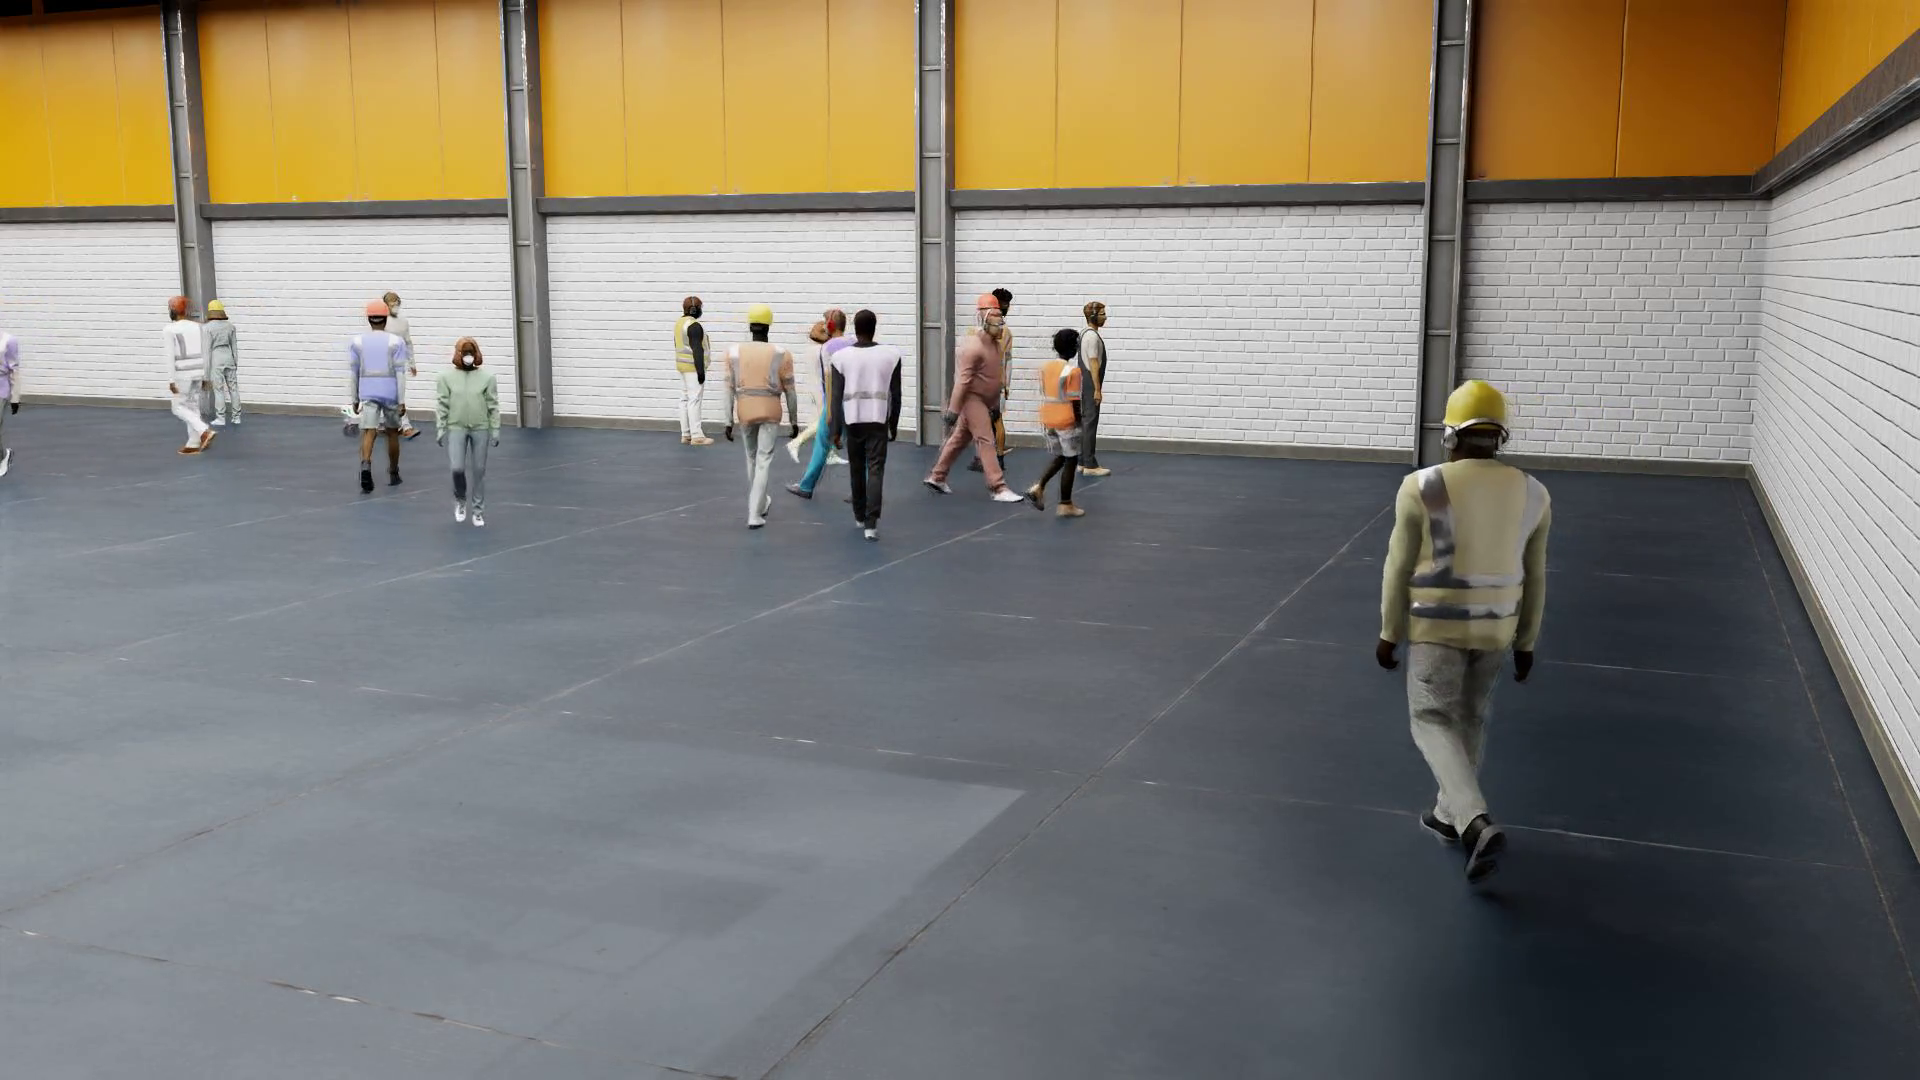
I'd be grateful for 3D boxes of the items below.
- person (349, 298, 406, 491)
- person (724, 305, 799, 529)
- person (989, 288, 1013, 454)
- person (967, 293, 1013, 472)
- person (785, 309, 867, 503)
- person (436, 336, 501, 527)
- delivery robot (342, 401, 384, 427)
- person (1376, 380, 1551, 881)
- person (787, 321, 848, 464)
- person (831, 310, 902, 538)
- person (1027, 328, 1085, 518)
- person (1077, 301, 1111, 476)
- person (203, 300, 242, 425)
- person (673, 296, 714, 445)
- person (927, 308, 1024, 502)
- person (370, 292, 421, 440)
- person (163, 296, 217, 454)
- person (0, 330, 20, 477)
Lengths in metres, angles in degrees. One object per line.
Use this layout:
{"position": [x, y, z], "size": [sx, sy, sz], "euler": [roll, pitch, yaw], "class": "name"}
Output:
{"position": [-5.788, -1.443, 16.519], "size": [0.556, 1.909, 0.898], "euler": [-1, 9, -6], "class": "person"}
{"position": [-1.693, -1.075, 14.338], "size": [0.608, 1.872, 0.982], "euler": [1, 9, 6], "class": "person"}
{"position": [0.441, -1.994, 19.673], "size": [0.380, 1.959, 0.601], "euler": [3, 10, 17], "class": "person"}
{"position": [0.299, -1.700, 18.000], "size": [0.540, 1.931, 0.377], "euler": [-5, 10, -26], "class": "person"}
{"position": [-1.214, -1.252, 15.620], "size": [0.918, 1.798, 0.591], "euler": [6, 11, 32], "class": "person"}
{"position": [-4.170, -0.916, 14.139], "size": [0.529, 1.618, 0.344], "euler": [-4, 10, -21], "class": "person"}
{"position": [-7.672, -1.675, 21.697], "size": [0.707, 0.478, 0.477], "euler": [-6, 11, -33], "class": "delivery robot"}
{"position": [1.863, 0.324, 6.087], "size": [0.589, 1.813, 0.789], "euler": [-2, 10, -10], "class": "person"}
{"position": [-1.580, -1.622, 18.434], "size": [0.655, 1.613, 0.511], "euler": [-3, 10, -16], "class": "person"}
{"position": [-0.773, -0.966, 13.765], "size": [0.575, 1.860, 1.031], "euler": [0, 9, -1], "class": "person"}
{"position": [0.877, -1.019, 14.593], "size": [0.431, 1.679, 0.543], "euler": [-5, 11, -29], "class": "person"}
{"position": [1.407, -1.604, 17.652], "size": [0.344, 1.847, 0.505], "euler": [-1, 9, -9], "class": "person"}
{"position": [-10.364, -2.485, 23.308], "size": [0.325, 1.740, 0.492], "euler": [7, 12, 36], "class": "person"}
{"position": [-3.320, -2.108, 20.740], "size": [0.430, 1.838, 0.619], "euler": [-6, 11, -30], "class": "person"}
{"position": [0.128, -1.292, 15.847], "size": [1.062, 1.838, 0.685], "euler": [3, 10, 20], "class": "person"}
{"position": [-7.231, -2.229, 21.369], "size": [0.923, 1.875, 0.704], "euler": [3, 10, 16], "class": "person"}
{"position": [-8.965, -1.902, 19.409], "size": [0.597, 1.871, 0.588], "euler": [4, 10, 21], "class": "person"}
{"position": [-9.790, -1.494, 16.813], "size": [0.621, 1.899, 0.693], "euler": [-1, 9, -6], "class": "person"}
